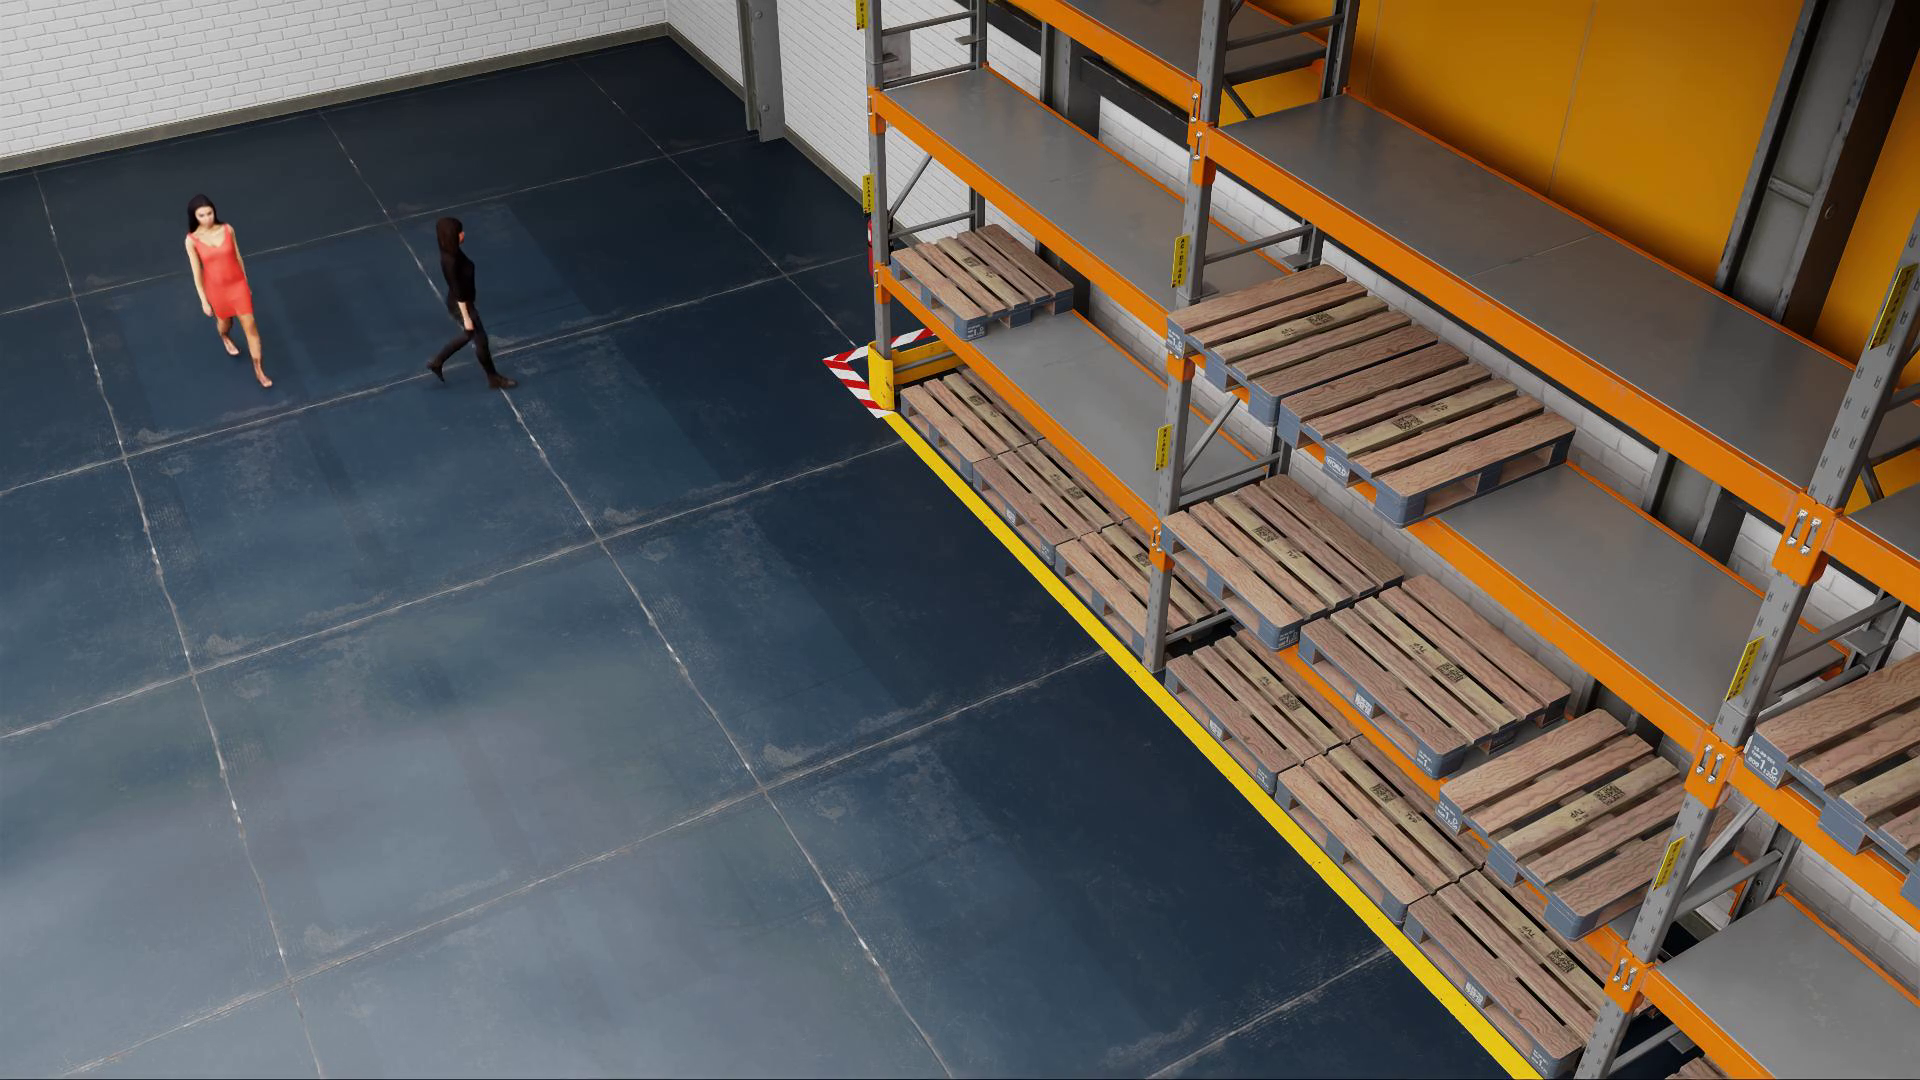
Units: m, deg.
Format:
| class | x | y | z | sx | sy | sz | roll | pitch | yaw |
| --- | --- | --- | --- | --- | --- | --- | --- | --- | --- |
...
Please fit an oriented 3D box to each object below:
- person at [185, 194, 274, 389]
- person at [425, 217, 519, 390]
| class | x | y | z | sx | sy | sz | roll | pitch | yaw |
| --- | --- | --- | --- | --- | --- | --- | --- | --- | --- |
| person | -6.278 | -2.153 | 14.169 | 0.725 | 1.694 | 1.122 | -28 | 46 | -30 |
| person | -4.238 | -1.954 | 13.976 | 0.821 | 1.623 | 0.972 | -9 | 39 | -11 |
